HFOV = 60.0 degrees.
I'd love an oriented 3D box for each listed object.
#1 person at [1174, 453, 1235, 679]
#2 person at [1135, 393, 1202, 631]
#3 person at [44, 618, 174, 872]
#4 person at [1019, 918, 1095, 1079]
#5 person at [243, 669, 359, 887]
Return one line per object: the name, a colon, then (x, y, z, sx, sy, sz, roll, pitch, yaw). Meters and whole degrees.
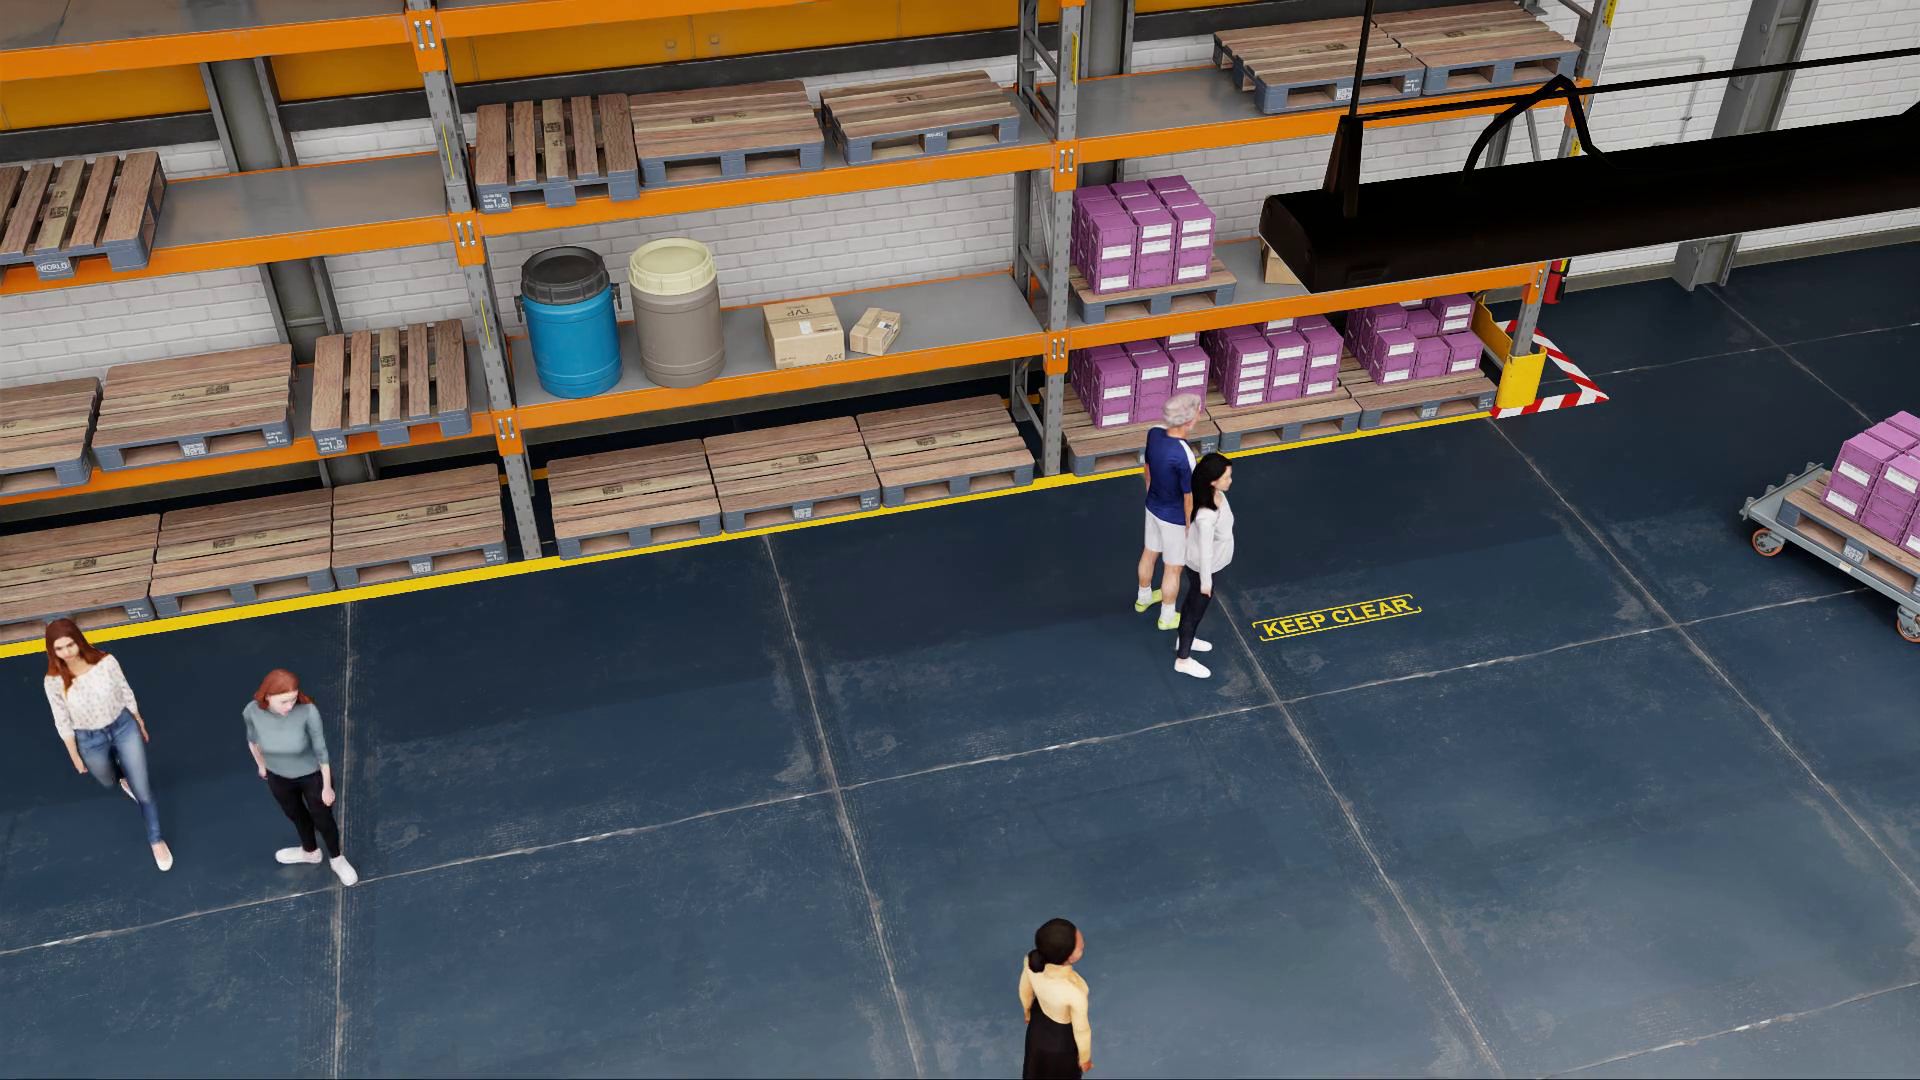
person: (1.586, 0.142, 10.866, 0.679, 1.700, 0.694, 6, 39, 7)
person: (1.407, -0.196, 11.184, 0.661, 1.831, 0.698, -22, 43, -25)
person: (-4.967, 1.101, 9.663, 1.076, 1.702, 0.843, -21, 43, -24)
person: (0.452, 2.422, 8.048, 0.681, 1.654, 0.660, -30, 47, -32)
person: (-3.771, 1.314, 9.385, 0.648, 1.717, 0.887, 10, 40, 12)
